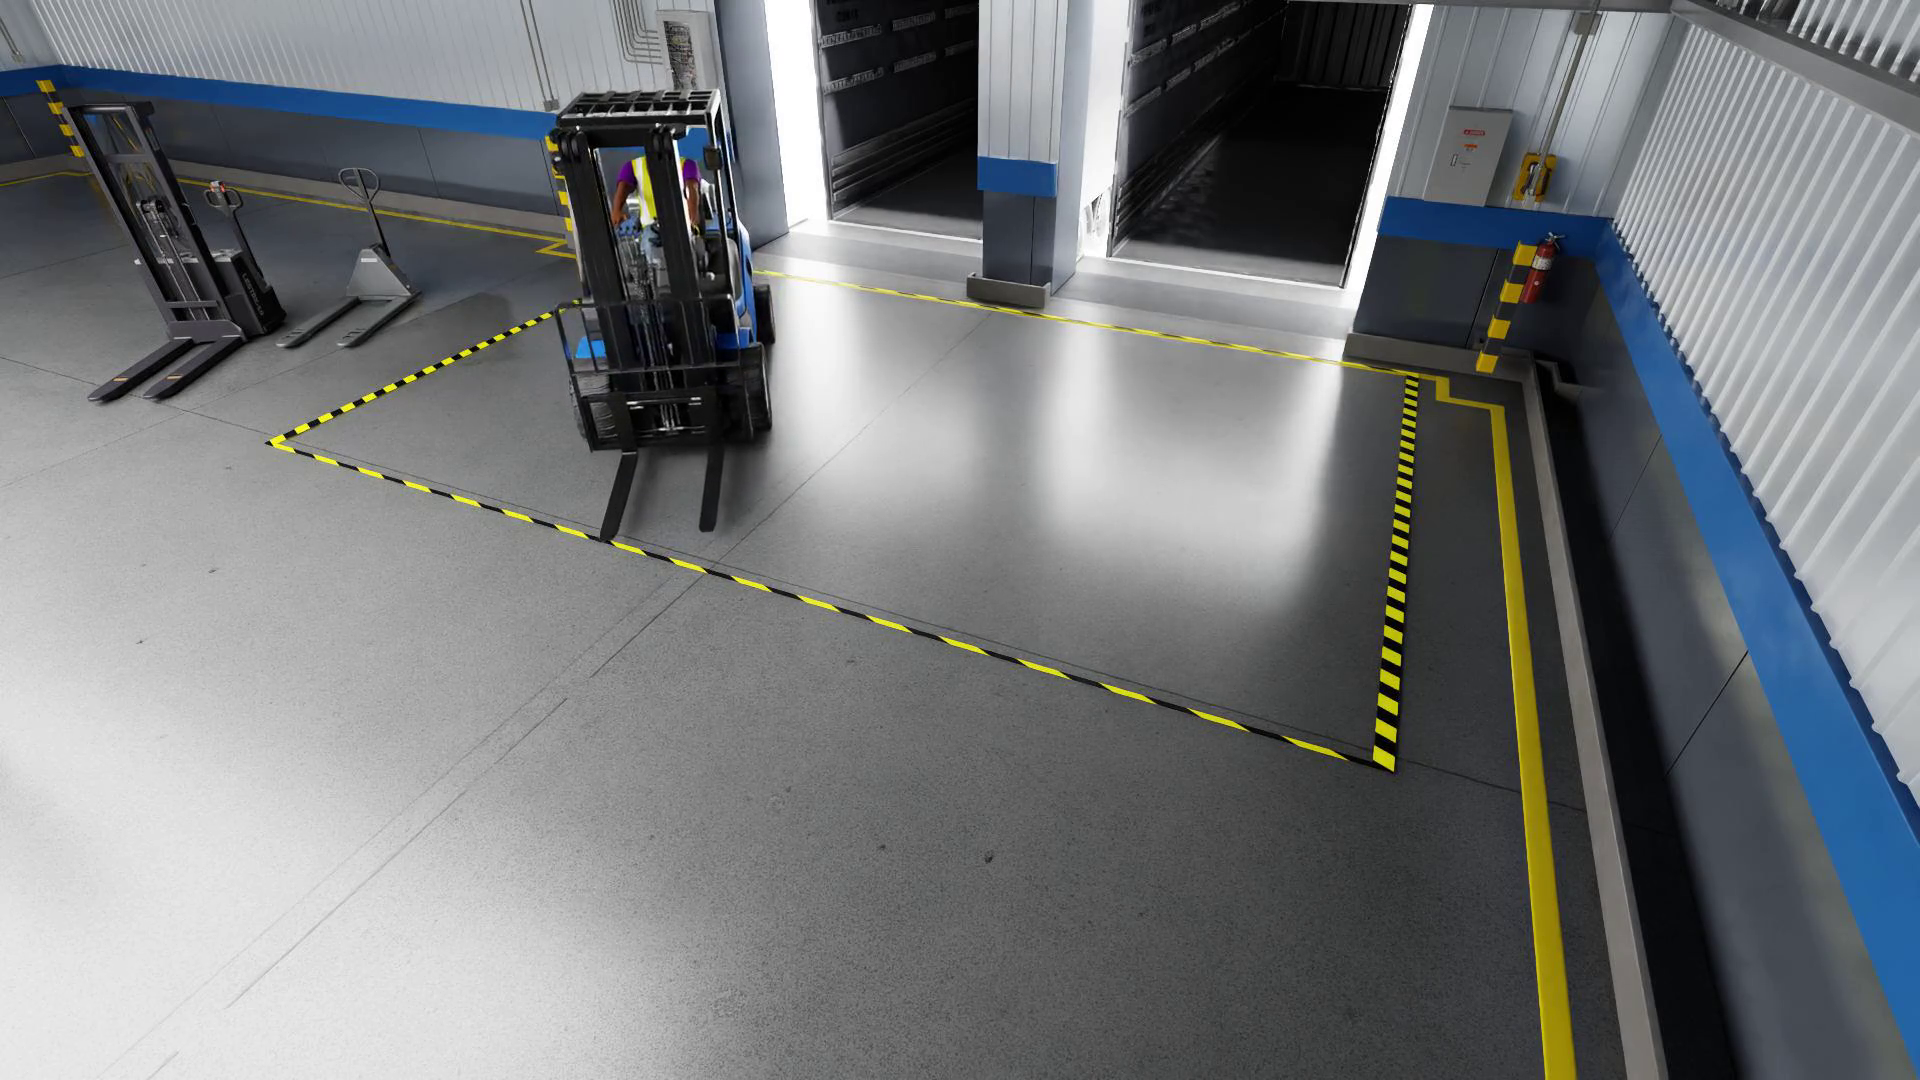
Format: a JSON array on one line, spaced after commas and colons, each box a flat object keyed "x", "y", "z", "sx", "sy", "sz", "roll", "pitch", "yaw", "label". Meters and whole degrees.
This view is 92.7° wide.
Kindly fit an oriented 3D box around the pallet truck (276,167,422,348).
[{"x": -5.732, "y": -2.611, "z": 8.414, "sx": 0.680, "sy": 1.201, "sz": 1.601, "roll": -1, "pitch": 35, "yaw": -1, "label": "pallet truck"}]

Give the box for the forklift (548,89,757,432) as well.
[{"x": -2.206, "y": -2.211, "z": 6.872, "sx": 1.157, "sy": 2.036, "sz": 2.680, "roll": -5, "pitch": 35, "yaw": -7, "label": "forklift"}]

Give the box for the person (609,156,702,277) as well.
[{"x": -2.204, "y": -2.330, "z": 6.716, "sx": 0.635, "sy": 1.294, "sz": 1.004, "roll": -5, "pitch": 35, "yaw": -7, "label": "person"}]

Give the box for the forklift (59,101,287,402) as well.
[{"x": -6.686, "y": -2.387, "z": 7.434, "sx": 0.823, "sy": 1.965, "sz": 1.885, "roll": -3, "pitch": 35, "yaw": -5, "label": "forklift"}]
